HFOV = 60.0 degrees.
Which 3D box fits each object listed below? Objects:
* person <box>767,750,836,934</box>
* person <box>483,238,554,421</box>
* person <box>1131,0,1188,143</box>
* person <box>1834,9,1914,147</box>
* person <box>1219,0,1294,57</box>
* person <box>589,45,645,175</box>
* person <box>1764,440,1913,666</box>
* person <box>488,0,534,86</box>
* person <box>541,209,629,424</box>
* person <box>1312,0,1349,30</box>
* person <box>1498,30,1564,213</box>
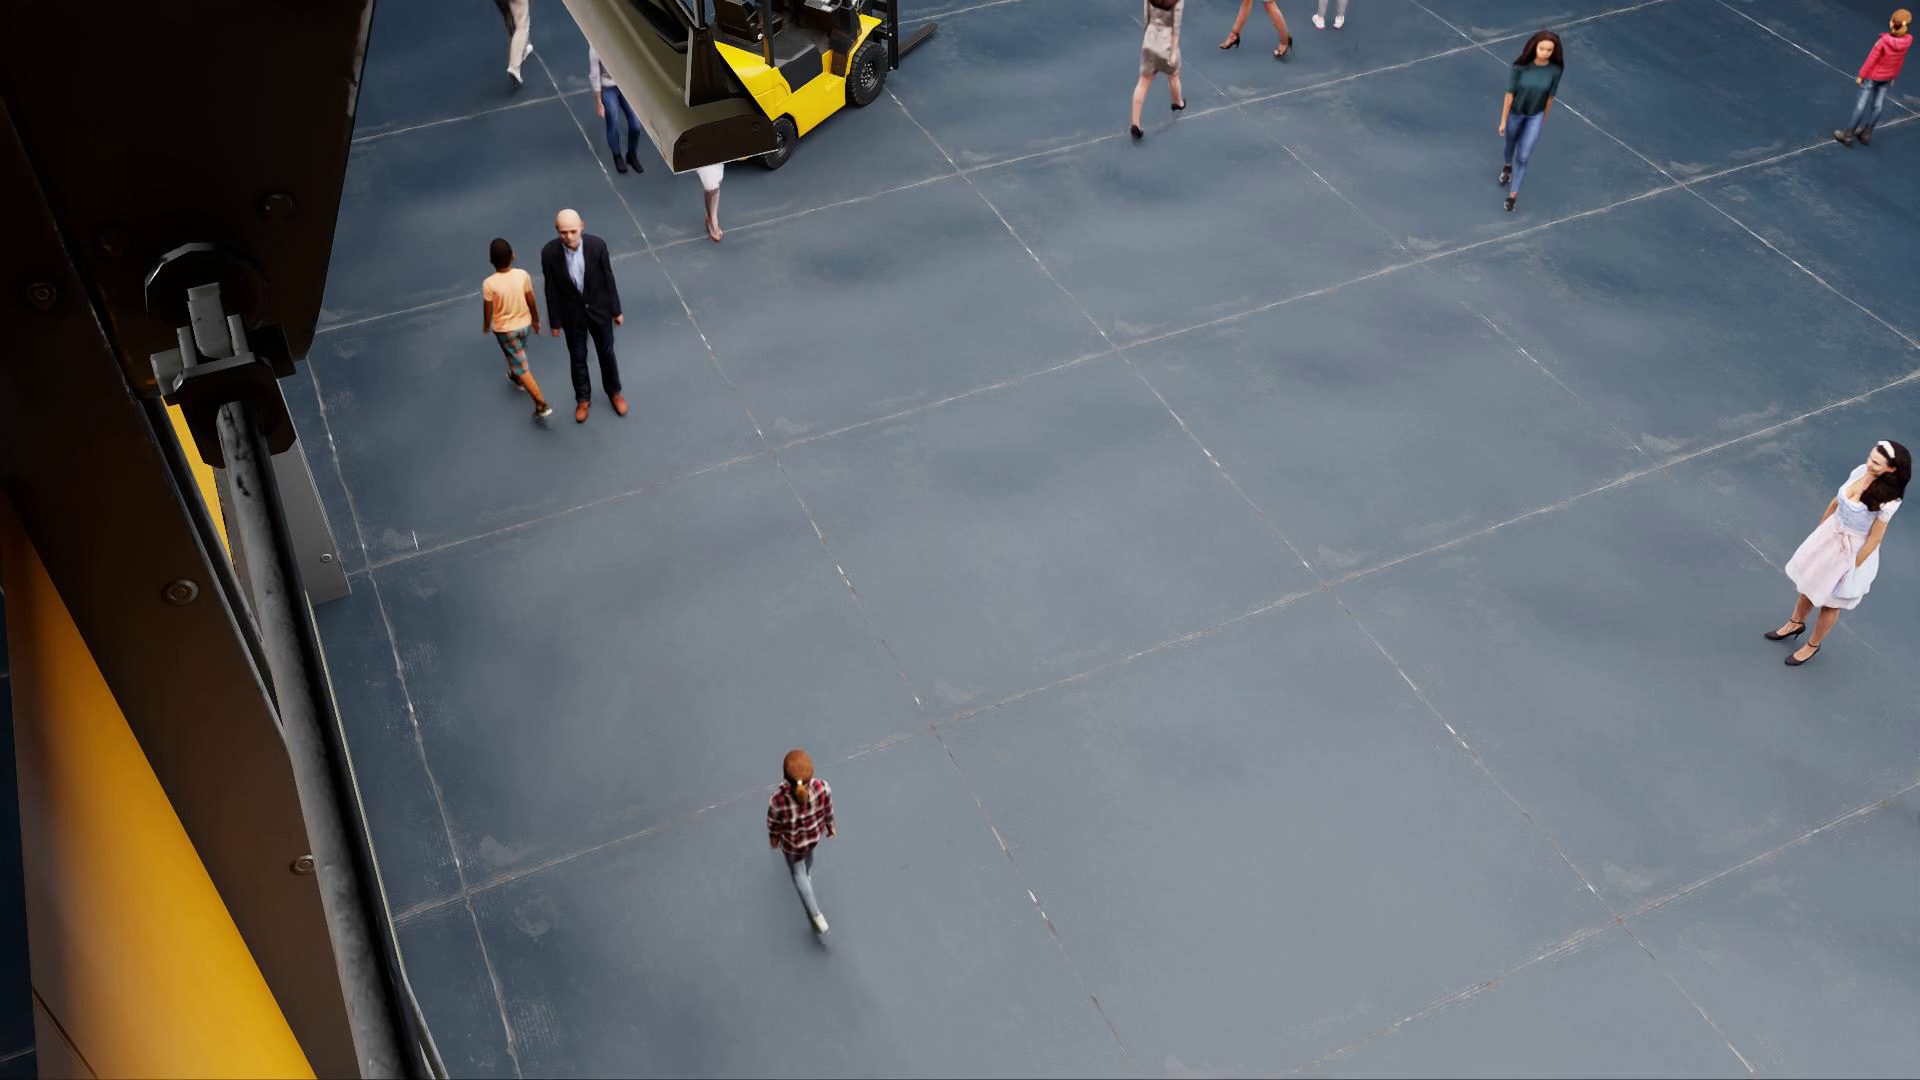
[{"bbox_3d":[-0.862,1.666,9.235,0.525,1.292,0.863,-18,46,-18],"label":"person"},{"bbox_3d":[-3.325,-1.563,12.519,0.731,1.436,1.054,-33,53,-30],"label":"person"},{"bbox_3d":[1.804,-4.492,15.410,1.111,1.690,1.015,26,49,24],"label":"person"},{"bbox_3d":[8.564,-4.304,15.485,0.570,1.314,0.576,-6,44,-6],"label":"person"},{"bbox_3d":[3.119,-5.628,16.534,0.982,1.785,1.006,5,44,5],"label":"person"},{"bbox_3d":[-3.146,-4.073,15.030,0.703,1.608,0.670,-26,50,-25],"label":"person"},{"bbox_3d":[5.570,0.080,10.520,0.845,1.815,0.758,-6,44,-6],"label":"person"},{"bbox_3d":[-4.452,-5.382,16.238,1.104,1.837,1.250,8,44,8],"label":"person"},{"bbox_3d":[-2.792,-1.700,12.401,0.727,1.798,0.623,-11,45,-11],"label":"person"},{"bbox_3d":[3.908,-6.065,17.119,0.645,1.609,0.661,1,44,1],"label":"person"},{"bbox_3d":[5.005,-3.794,14.766,1.058,1.568,1.140,13,45,13],"label":"person"}]
